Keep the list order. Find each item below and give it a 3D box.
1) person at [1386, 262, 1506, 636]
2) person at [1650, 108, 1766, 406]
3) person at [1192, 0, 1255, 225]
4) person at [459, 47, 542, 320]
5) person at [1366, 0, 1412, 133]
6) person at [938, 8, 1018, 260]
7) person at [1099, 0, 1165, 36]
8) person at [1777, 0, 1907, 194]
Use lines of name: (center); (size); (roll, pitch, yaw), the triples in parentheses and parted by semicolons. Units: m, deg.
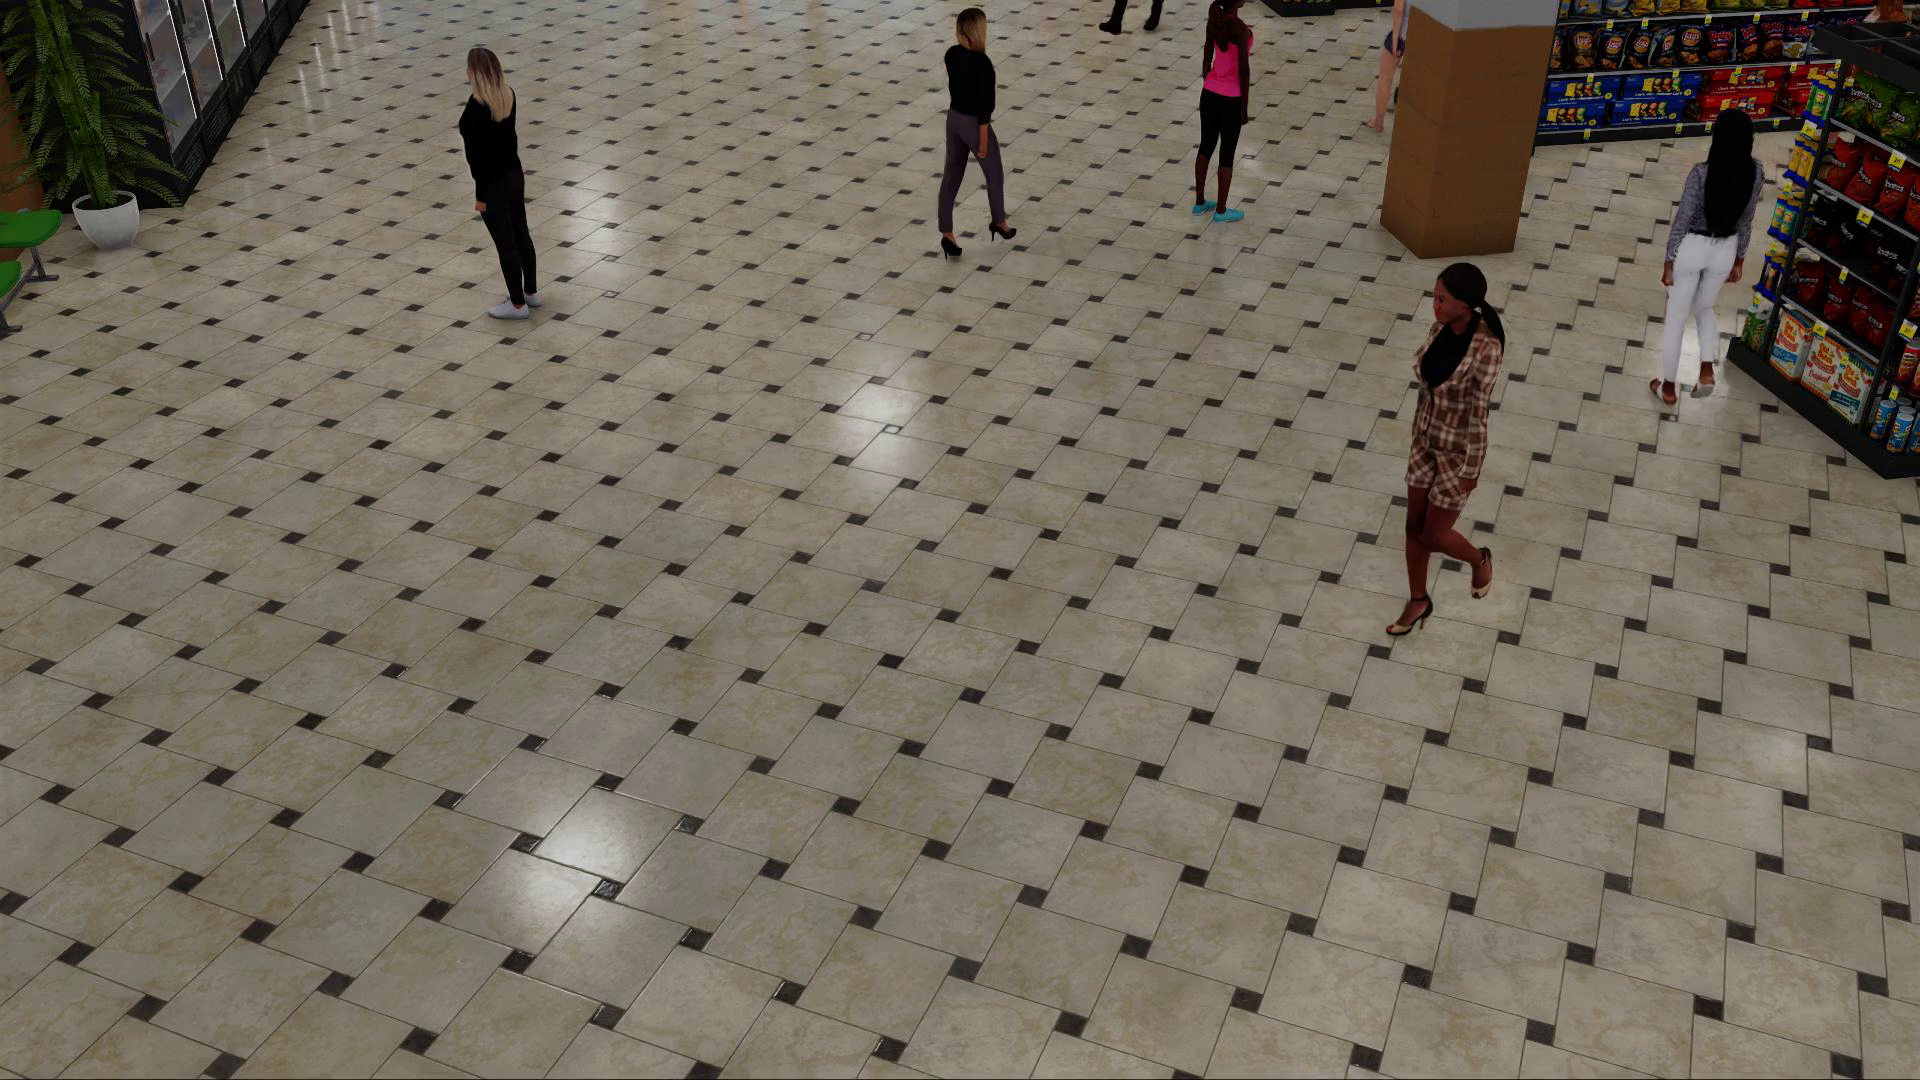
person: (2.183, -0.368, 7.254); (0.840, 1.773, 0.697); (-14, 34, -21)
person: (4.115, -1.491, 9.117); (0.705, 1.712, 0.728); (-1, 32, -2)
person: (1.842, -3.097, 11.688); (0.677, 1.724, 0.648); (-22, 38, -31)
person: (-2.826, -2.189, 10.264); (0.680, 1.687, 0.686); (9, 33, 14)
person: (3.601, -3.913, 13.052); (1.034, 1.667, 0.670); (-7, 33, -11)
person: (-0.009, -2.655, 11.052); (0.884, 1.645, 0.996); (28, 41, 37)
person: (1.816, -5.791, 15.885); (1.188, 1.863, 1.232); (19, 36, 27)
person: (6.605, -3.231, 11.937); (1.148, 1.688, 0.805); (2, 32, 4)
